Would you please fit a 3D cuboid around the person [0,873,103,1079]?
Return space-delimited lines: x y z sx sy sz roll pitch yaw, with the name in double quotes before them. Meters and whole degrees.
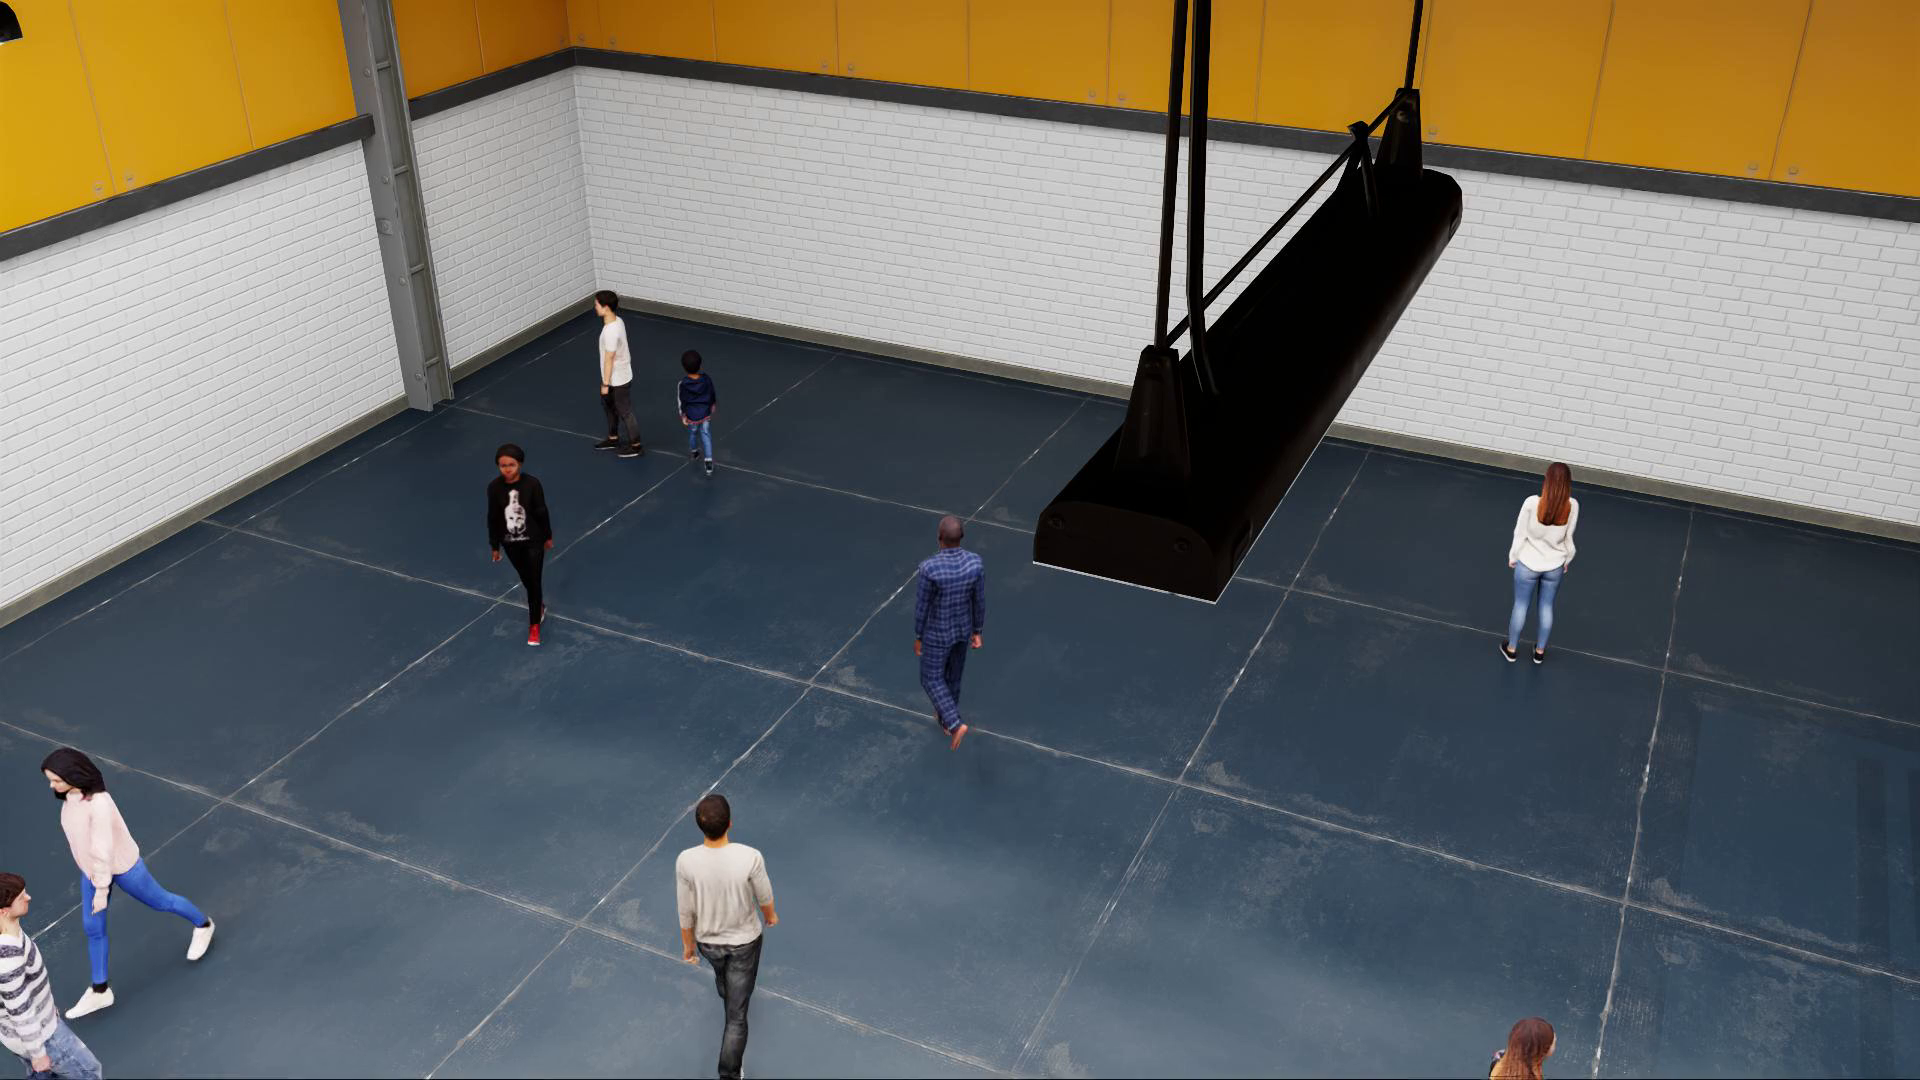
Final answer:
"person" -4.794 2.499 8.401 0.840 1.835 0.787 -20 35 -32

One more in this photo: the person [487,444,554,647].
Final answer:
"person" -3.472 -0.032 13.241 0.913 1.645 1.114 -1 29 -2

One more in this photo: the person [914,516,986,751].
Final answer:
"person" -0.070 0.694 11.739 0.976 1.808 1.021 -12 31 -21

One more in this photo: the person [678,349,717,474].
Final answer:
"person" -2.487 -1.207 15.862 0.827 1.197 0.916 -8 30 -14

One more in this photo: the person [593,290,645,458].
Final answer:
"person" -3.235 -1.596 16.042 0.877 1.708 0.821 -4 29 -8

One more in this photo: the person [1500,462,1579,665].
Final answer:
"person" 4.477 0.178 12.805 0.682 1.693 0.654 3 29 6

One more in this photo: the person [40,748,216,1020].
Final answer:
"person" -4.818 1.880 9.661 0.792 1.716 1.224 19 34 30

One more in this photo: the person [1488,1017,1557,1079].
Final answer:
"person" 2.509 2.937 7.799 1.109 1.644 1.054 -10 30 -17

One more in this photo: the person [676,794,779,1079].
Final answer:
"person" -1.262 2.222 8.983 0.919 1.764 1.226 2 29 4
